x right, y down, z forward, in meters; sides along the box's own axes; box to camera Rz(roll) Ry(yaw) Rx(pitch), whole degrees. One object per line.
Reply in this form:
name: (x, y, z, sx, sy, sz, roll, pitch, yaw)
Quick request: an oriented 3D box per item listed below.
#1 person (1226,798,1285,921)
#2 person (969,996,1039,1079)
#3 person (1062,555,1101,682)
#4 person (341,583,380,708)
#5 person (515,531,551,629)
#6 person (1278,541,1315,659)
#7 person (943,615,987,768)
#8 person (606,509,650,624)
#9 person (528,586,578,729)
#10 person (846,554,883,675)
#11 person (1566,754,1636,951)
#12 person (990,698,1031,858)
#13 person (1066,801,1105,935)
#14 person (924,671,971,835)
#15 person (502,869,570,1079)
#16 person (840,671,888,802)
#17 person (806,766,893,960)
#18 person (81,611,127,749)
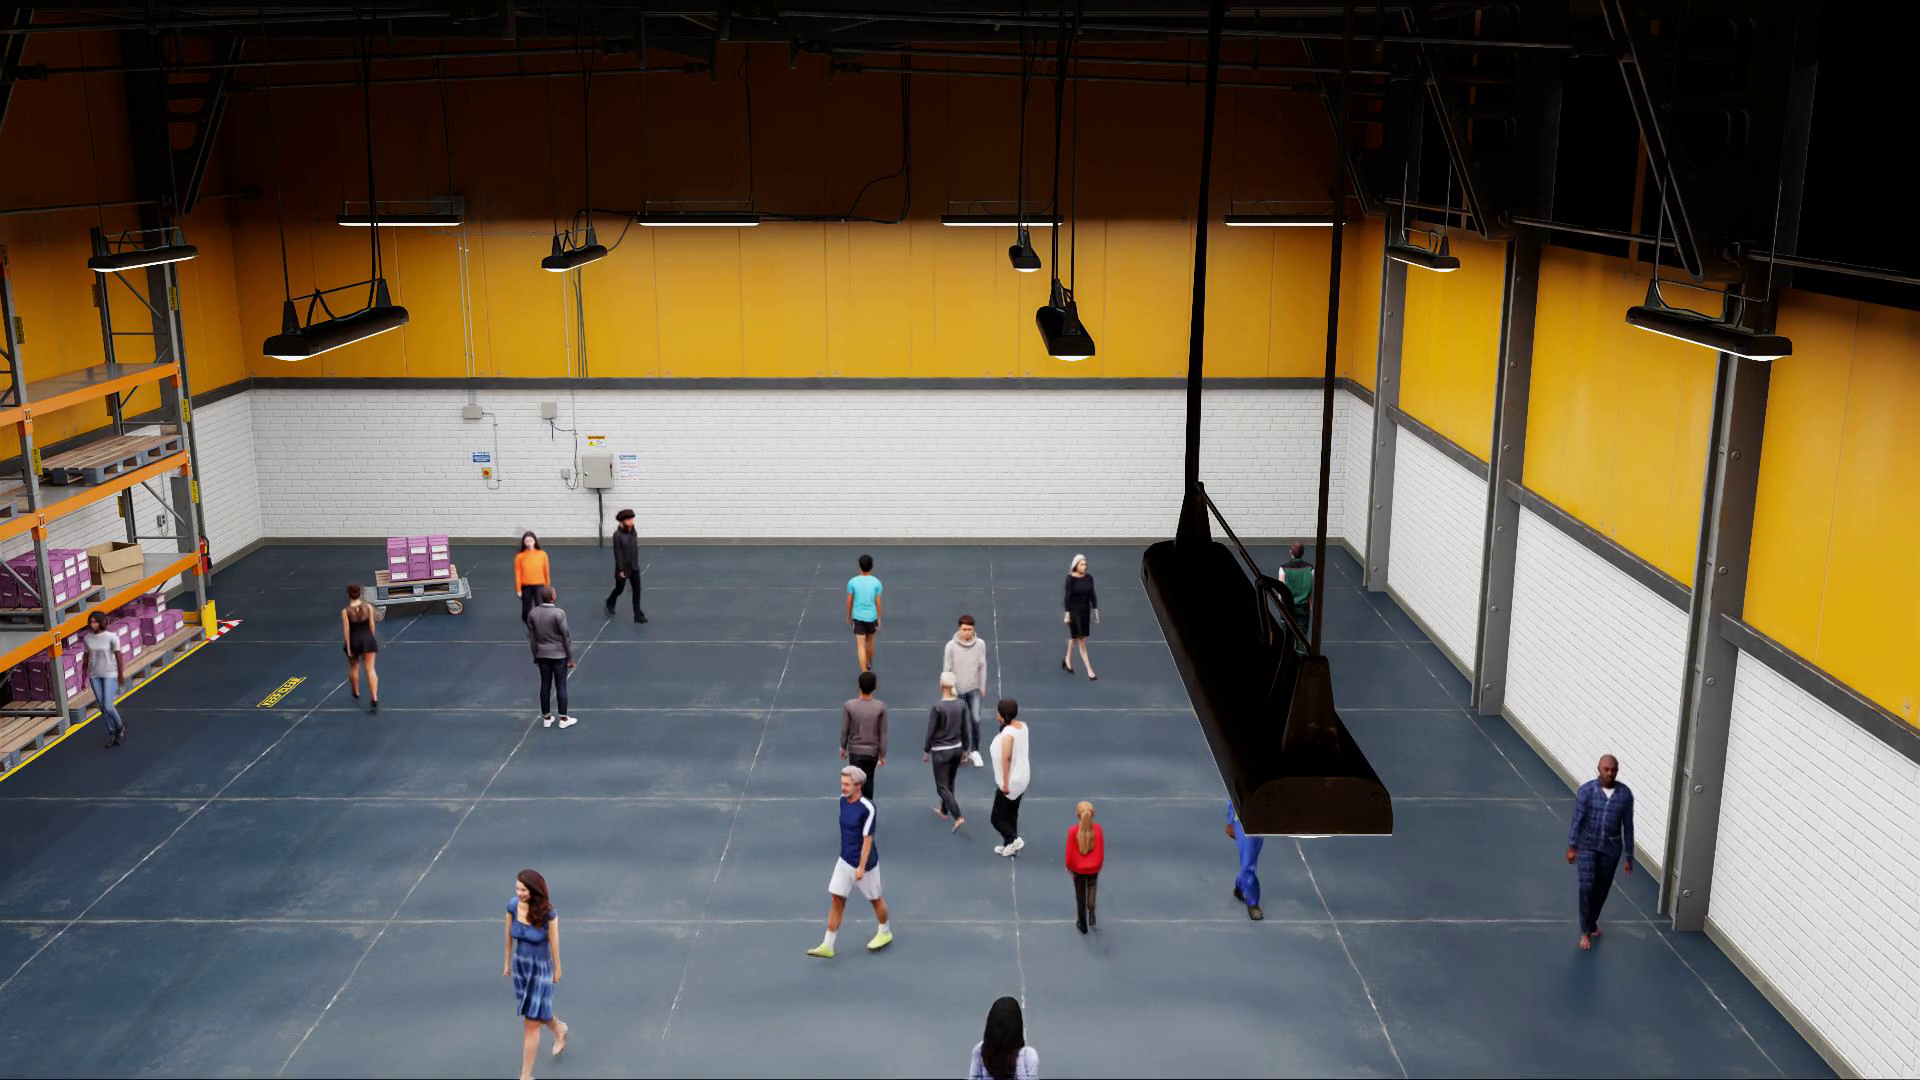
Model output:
person: (2.761, 2.654, 15.942, 0.873, 1.795, 1.034, -5, 14, -19)
person: (0.285, 3.919, 10.926, 0.741, 1.695, 1.173, 2, 14, 8)
person: (1.587, 1.036, 22.795, 0.934, 1.713, 1.151, -8, 16, -30)
person: (-7.724, 1.386, 21.517, 0.930, 1.634, 1.182, -7, 15, -28)
person: (-6.208, 0.704, 24.151, 0.849, 1.720, 1.122, -5, 15, -20)
person: (4.660, 0.898, 23.090, 0.626, 1.843, 0.566, 0, 14, 1)
person: (0.045, 1.739, 19.641, 0.749, 1.832, 0.837, -2, 14, -8)
person: (-5.130, 0.398, 25.336, 1.126, 1.757, 1.074, 12, 18, 42)
person: (-5.111, 1.463, 20.812, 0.775, 1.817, 0.688, 4, 14, 15)
person: (-1.287, 1.113, 22.439, 0.734, 1.731, 1.186, -2, 14, -6)
person: (5.874, 2.800, 15.335, 0.762, 1.796, 0.909, 1, 14, 6)
person: (0.568, 2.451, 17.033, 0.843, 1.675, 0.712, 5, 14, 20)
person: (1.178, 3.048, 15.411, 0.539, 1.278, 0.551, -2, 14, -9)
person: (-0.104, 2.272, 17.718, 0.966, 1.701, 1.132, -10, 17, -35)
person: (-3.280, 3.392, 12.951, 0.945, 1.767, 1.204, 7, 15, 26)
person: (-1.017, 2.289, 17.570, 0.733, 1.737, 1.111, -1, 14, -5)
person: (-0.843, 2.884, 15.003, 1.102, 1.789, 1.180, 12, 18, 40)
person: (-10.346, 1.669, 20.195, 0.607, 1.707, 0.622, 1, 14, 4)
